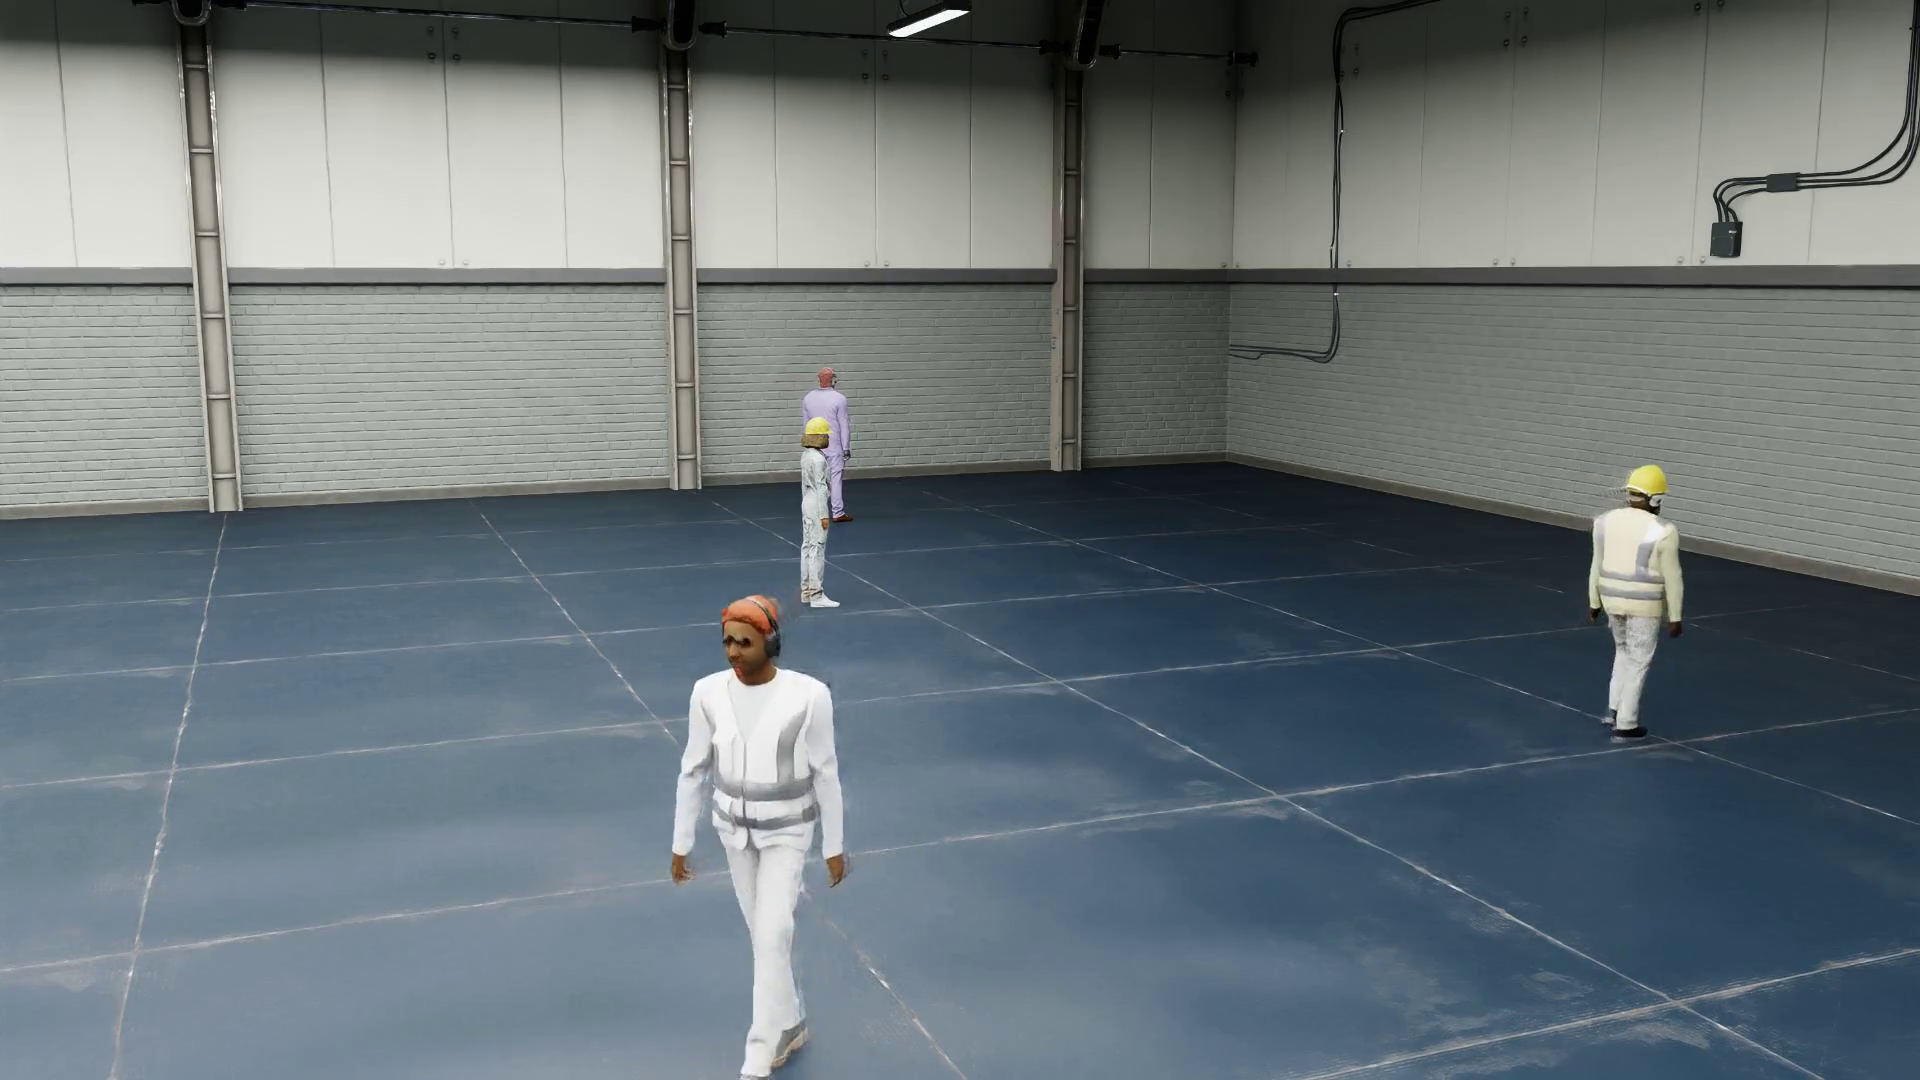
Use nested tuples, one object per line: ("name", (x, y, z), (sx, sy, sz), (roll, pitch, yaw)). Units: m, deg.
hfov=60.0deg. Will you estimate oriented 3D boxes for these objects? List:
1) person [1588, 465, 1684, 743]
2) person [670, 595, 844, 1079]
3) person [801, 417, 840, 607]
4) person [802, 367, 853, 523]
("person", (4.424, 0.414, 10.819), (0.493, 1.813, 0.620), (-6, 11, -31))
("person", (-0.801, 1.142, 6.122), (0.615, 1.851, 0.873), (4, 10, 23))
("person", (-1.299, -0.258, 15.267), (0.295, 1.743, 0.493), (-4, 10, -22))
("person", (-1.606, -1.168, 20.456), (0.648, 1.913, 0.409), (5, 10, 28))
